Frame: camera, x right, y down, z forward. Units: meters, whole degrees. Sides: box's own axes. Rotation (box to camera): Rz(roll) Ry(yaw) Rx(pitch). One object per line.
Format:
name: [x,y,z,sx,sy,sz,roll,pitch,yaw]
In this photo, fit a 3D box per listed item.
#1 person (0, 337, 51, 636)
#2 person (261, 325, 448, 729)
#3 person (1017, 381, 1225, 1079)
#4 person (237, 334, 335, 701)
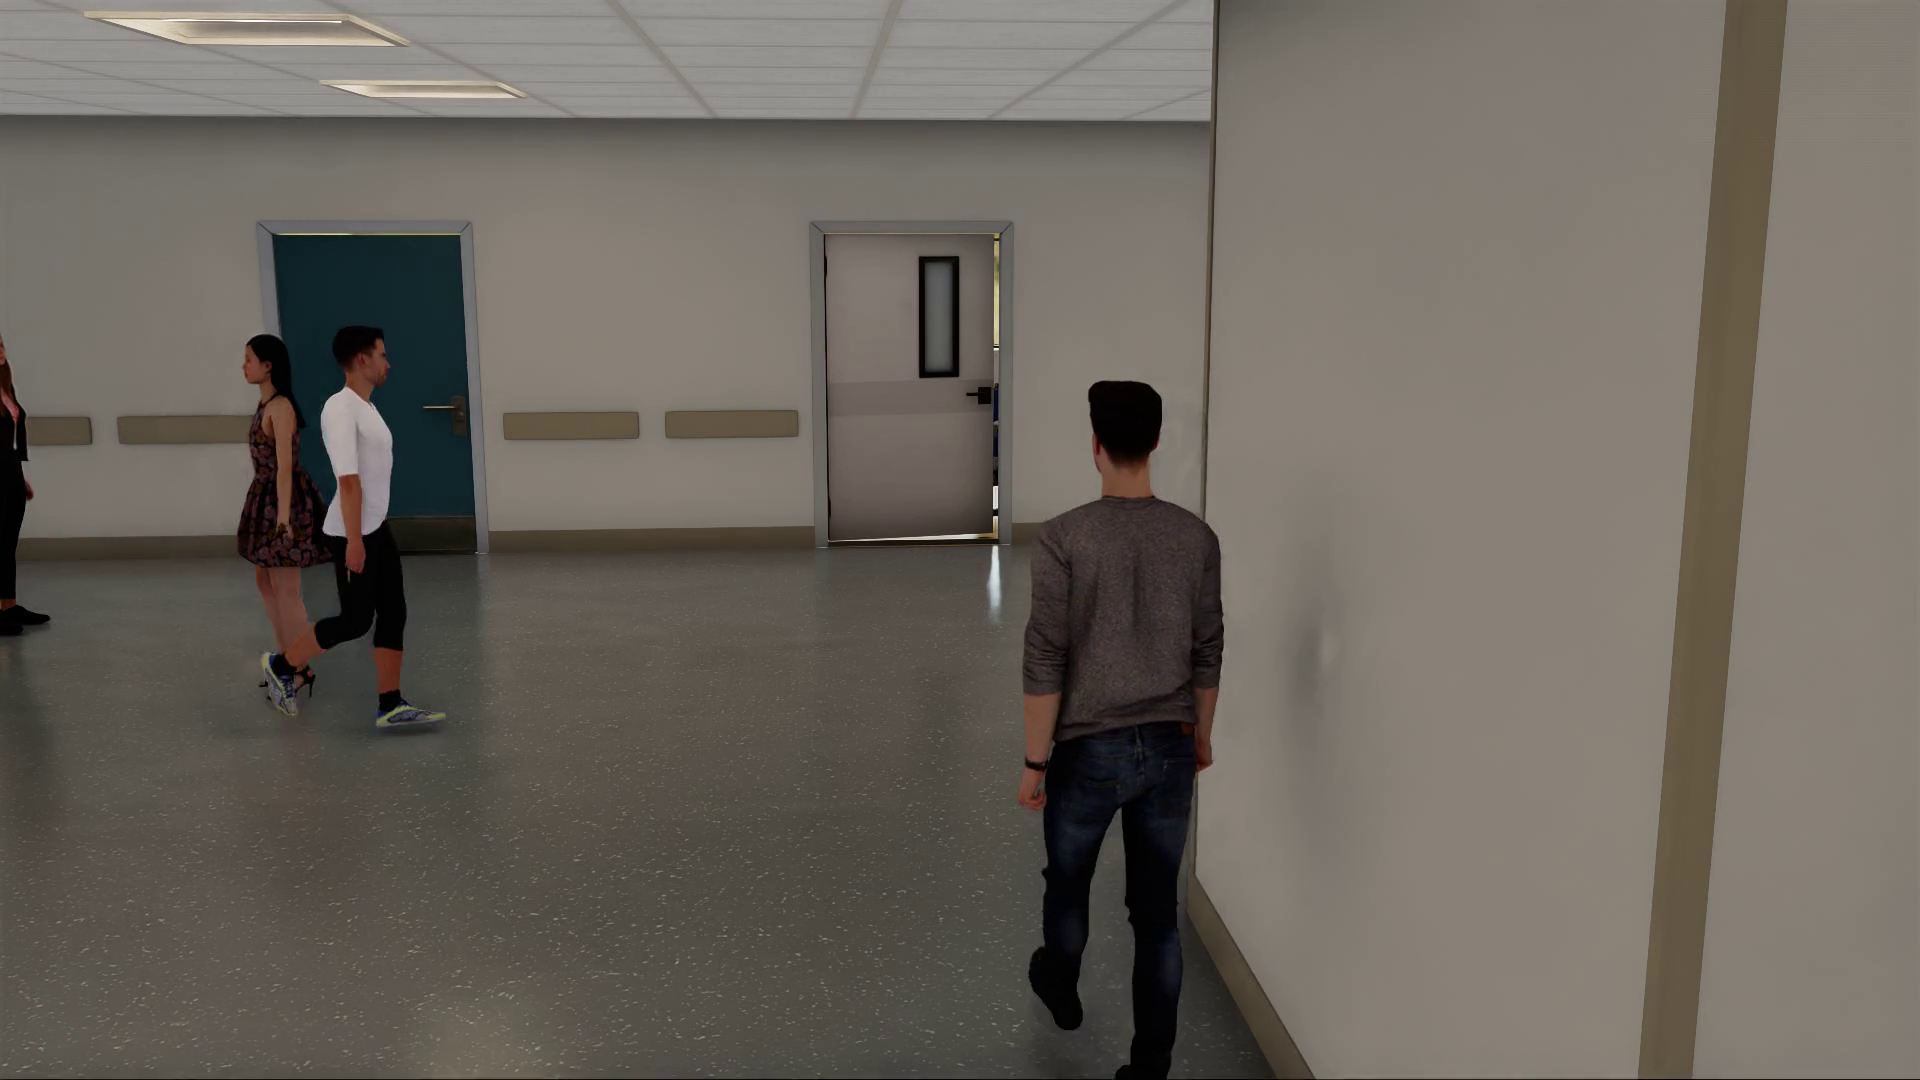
person: [-5.475,-0.339,9.421,0.561,1.712,0.632,1,11,3]
person: [-2.785,-0.025,7.479,1.062,1.820,0.752,0,11,-1]
person: [0.434,0.577,4.165,1.015,1.874,0.809,-2,11,-8]
person: [-3.285,-0.117,8.081,0.812,1.776,0.792,-6,12,-30]
